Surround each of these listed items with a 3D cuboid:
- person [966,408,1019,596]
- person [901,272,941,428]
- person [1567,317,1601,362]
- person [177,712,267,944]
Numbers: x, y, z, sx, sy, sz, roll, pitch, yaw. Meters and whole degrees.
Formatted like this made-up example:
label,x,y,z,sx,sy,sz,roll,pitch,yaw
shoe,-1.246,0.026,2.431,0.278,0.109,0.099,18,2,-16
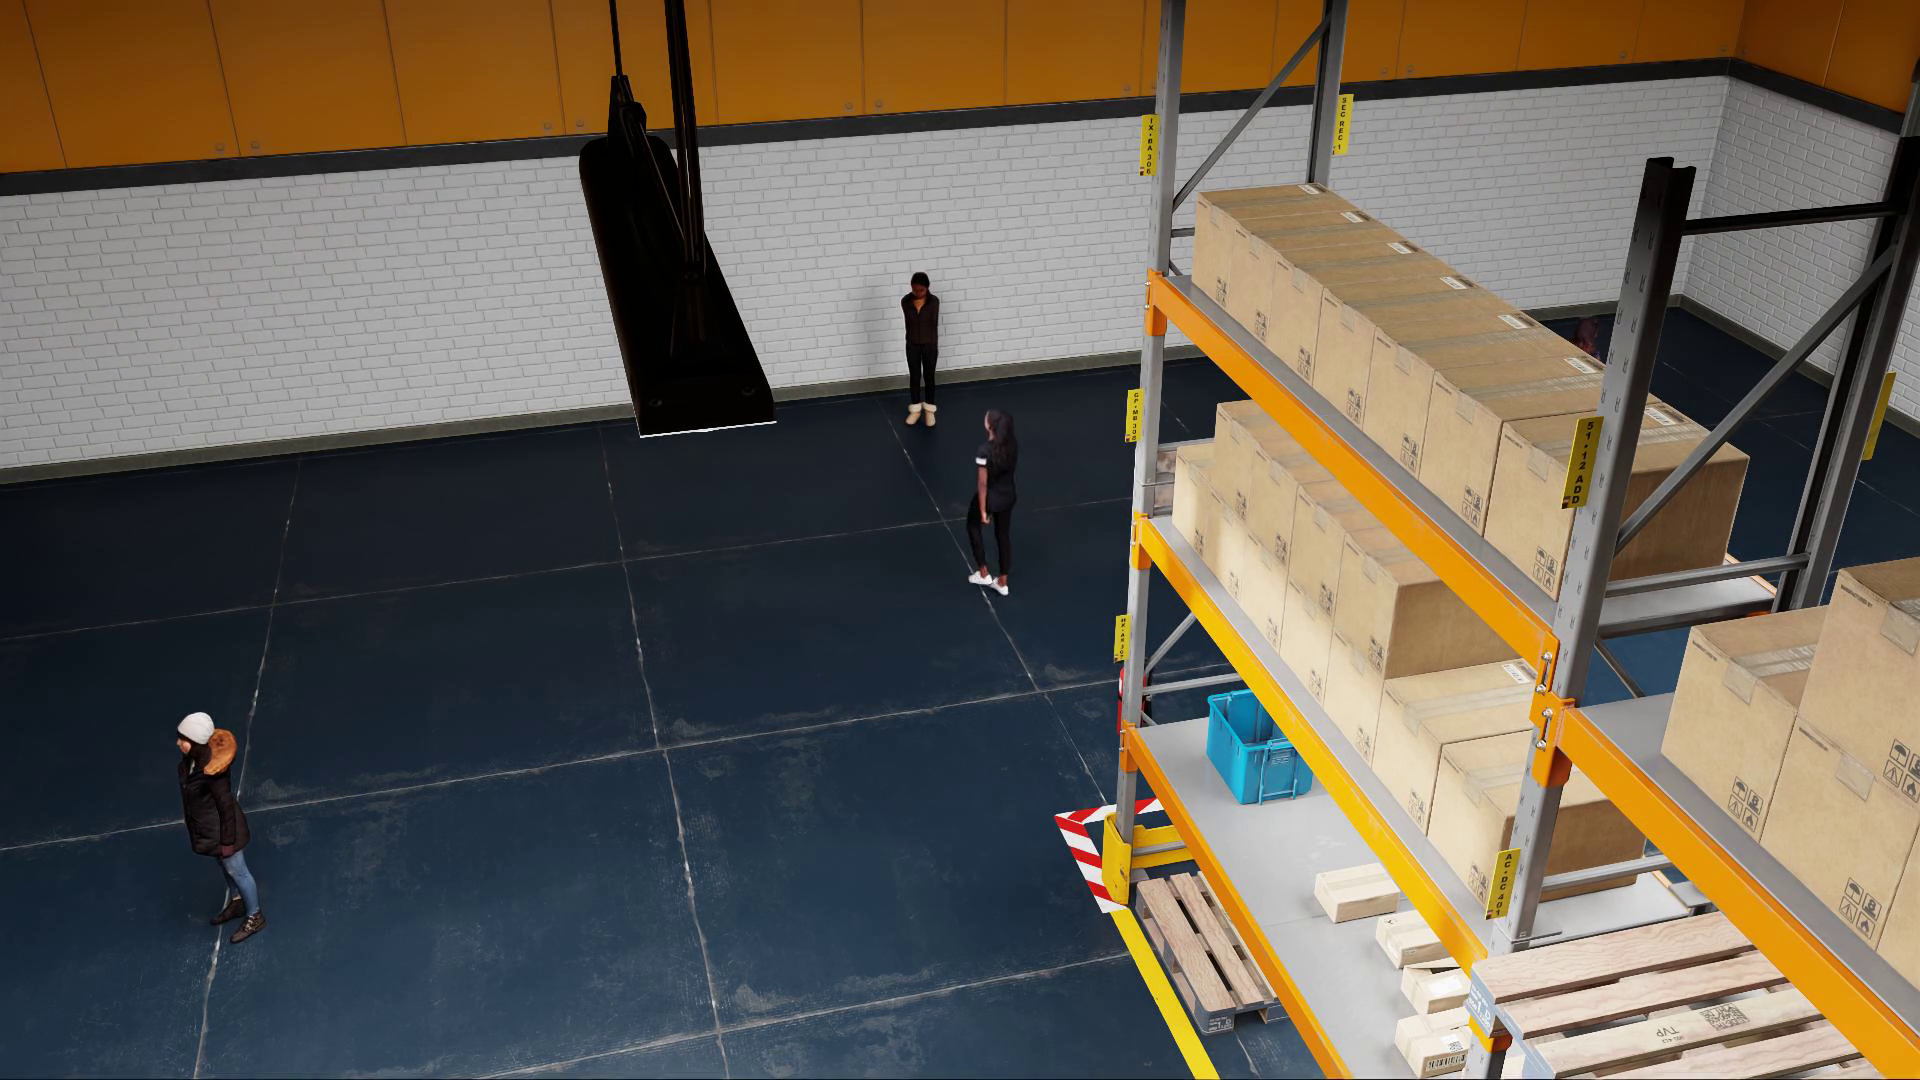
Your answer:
label,x,y,z,sx,sy,sz,roll,pitch,yaw
person,0.356,-0.301,14.178,0.714,1.715,0.756,-18,33,-30
person,-0.401,-2.039,17.425,0.659,1.657,0.709,0,29,0
person,6.082,-1.437,16.373,0.716,1.608,0.573,-17,33,-28
person,-4.655,1.780,10.447,0.714,1.634,0.803,25,37,38
